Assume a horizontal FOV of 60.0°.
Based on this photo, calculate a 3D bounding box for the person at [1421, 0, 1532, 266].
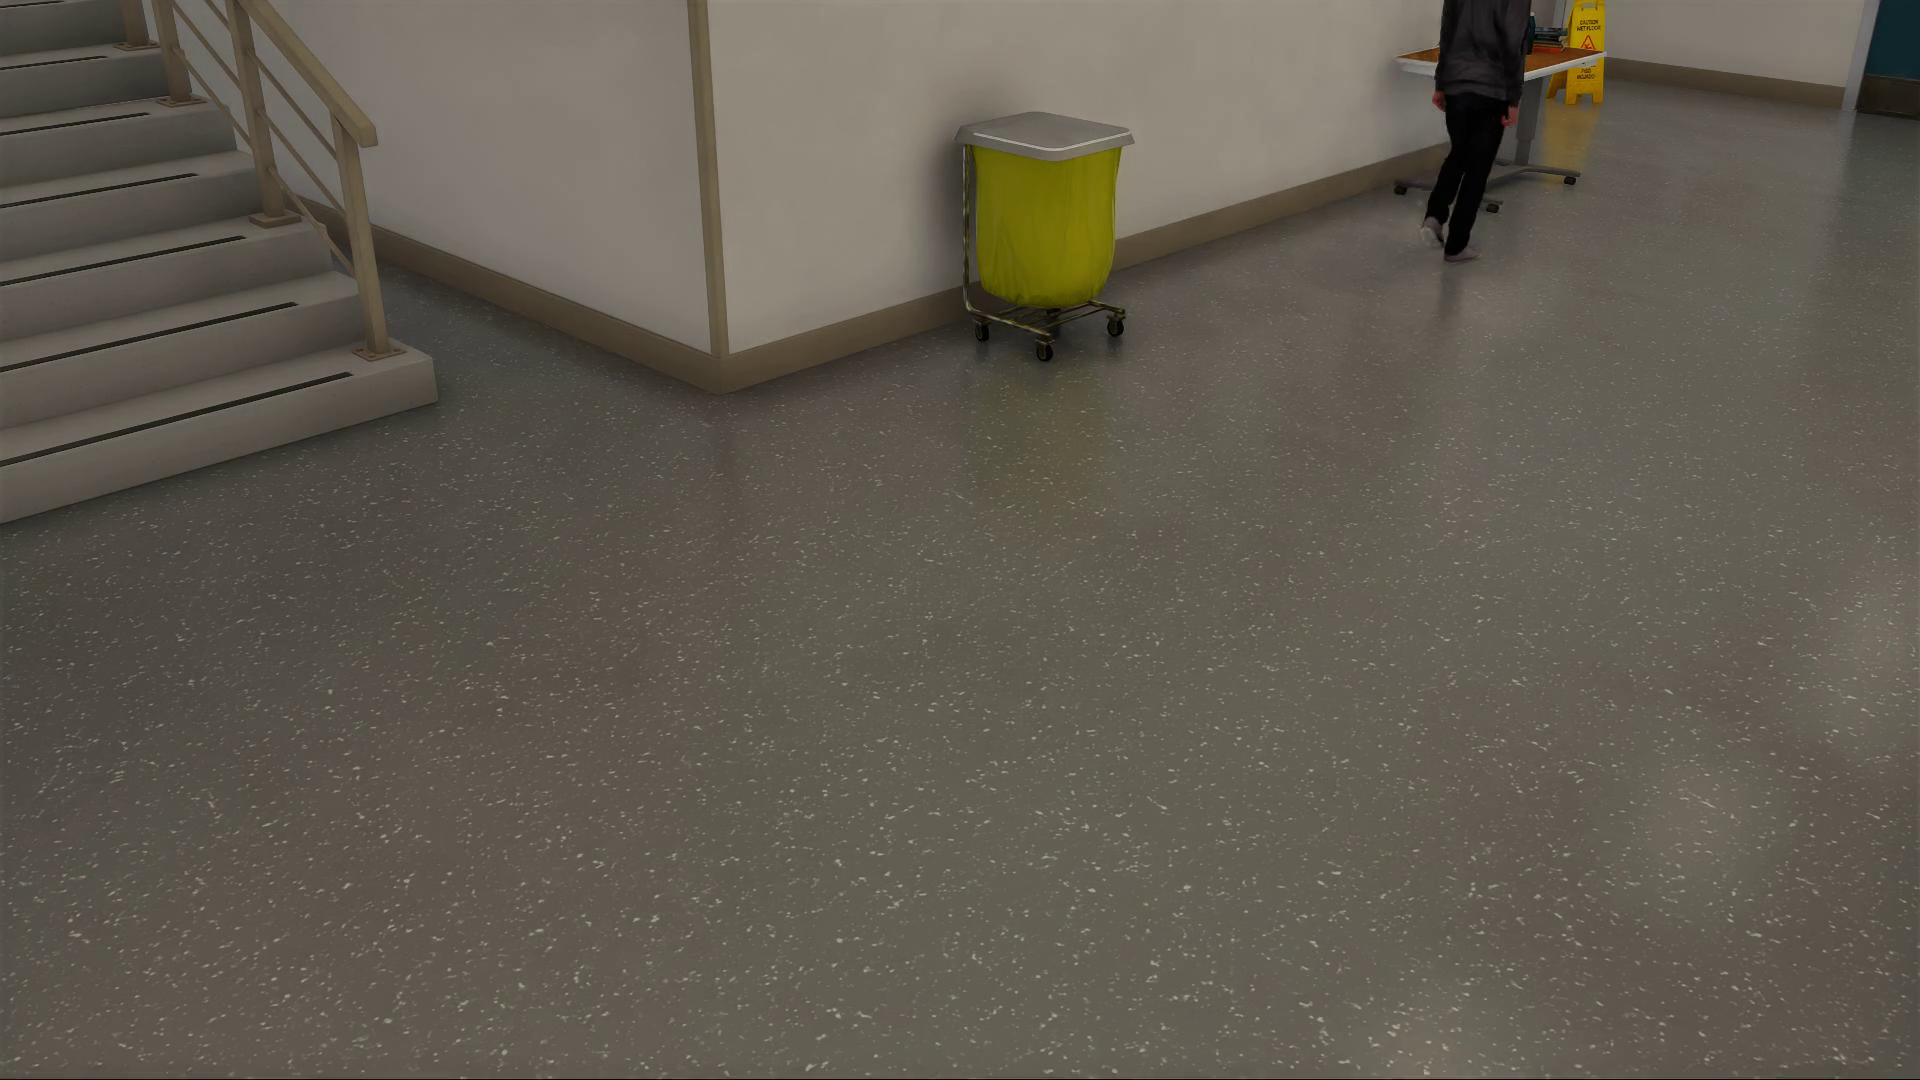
[{"bbox_3d":[2.565,-2.245,8.378,0.683,1.751,0.603,-23,34,-39],"label":"person"}]
